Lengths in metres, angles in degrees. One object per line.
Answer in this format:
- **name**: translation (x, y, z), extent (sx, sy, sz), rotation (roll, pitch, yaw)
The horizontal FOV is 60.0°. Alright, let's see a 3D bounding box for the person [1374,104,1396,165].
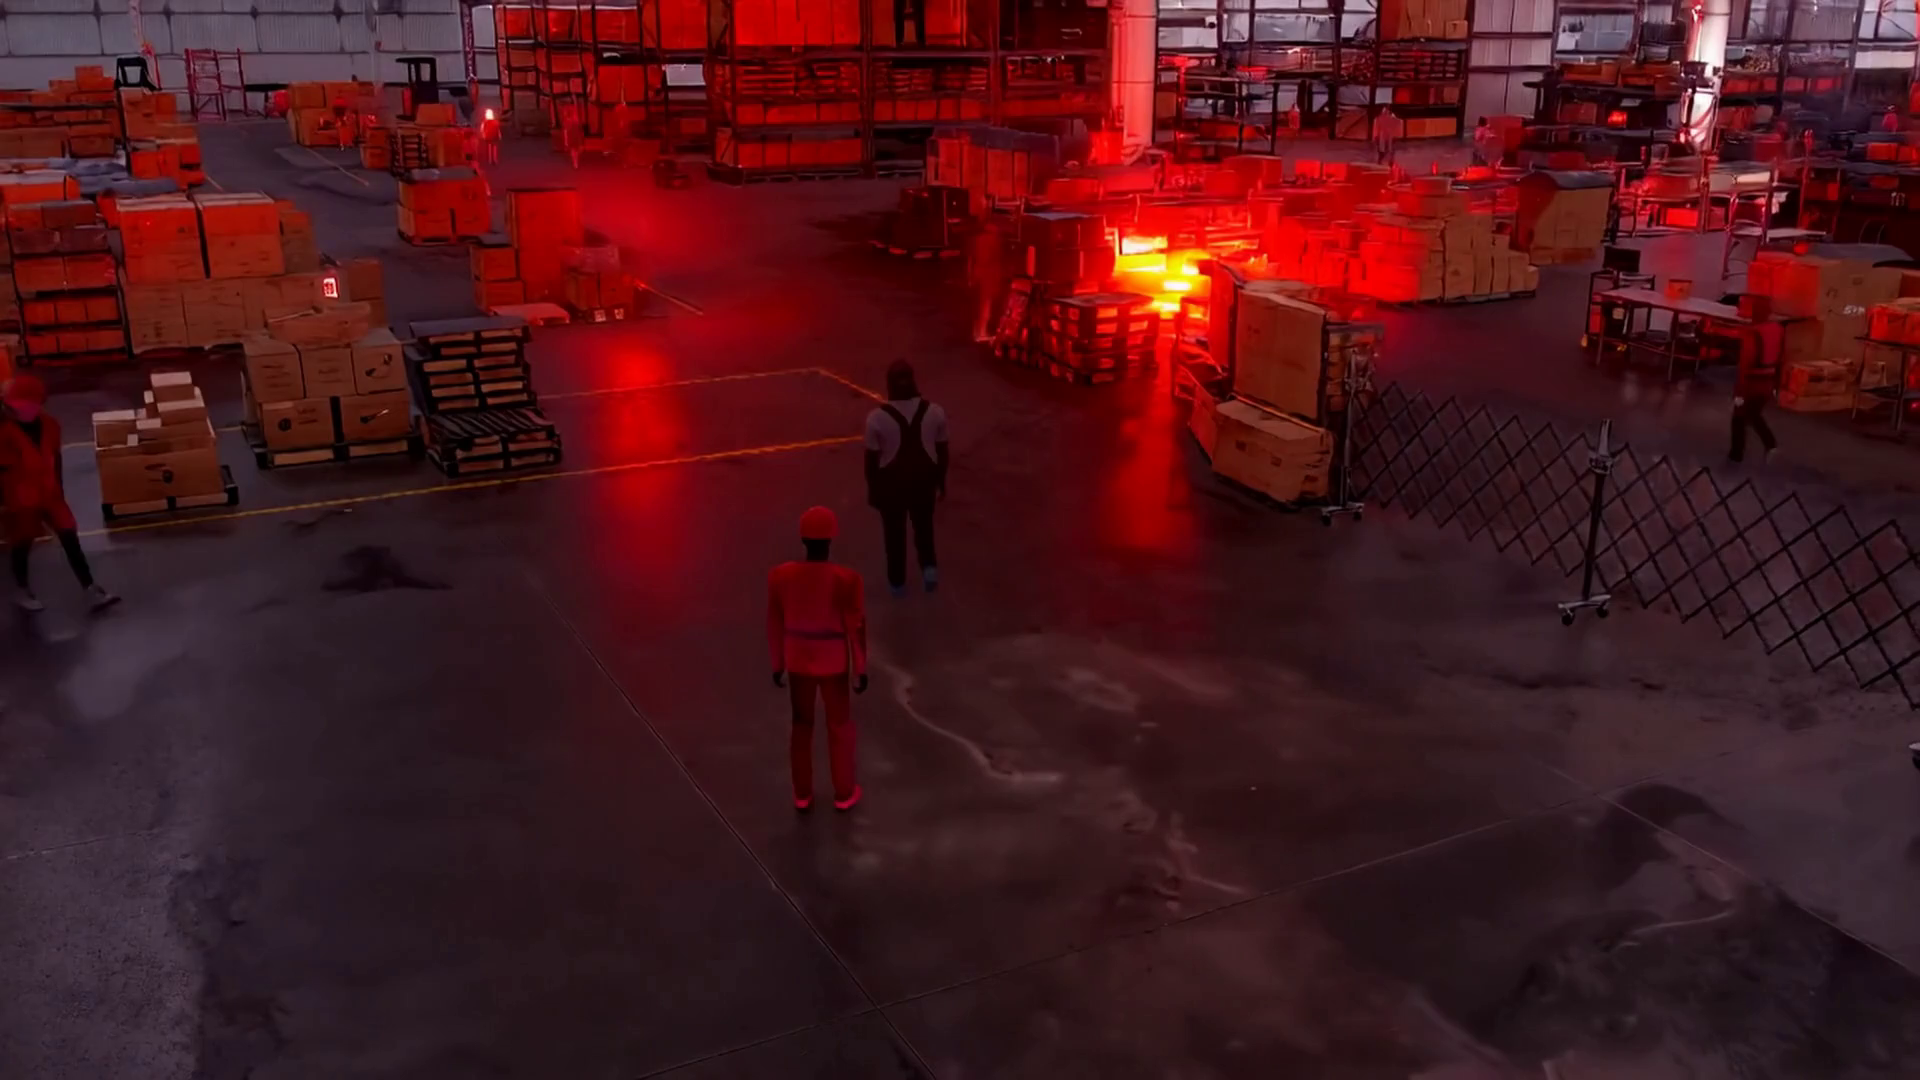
- **person**: translation (13.162, -12.532, 51.507), extent (0.657, 1.884, 0.526), rotation (6, 19, 18)

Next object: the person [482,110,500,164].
- **person**: translation (-14.697, -12.648, 52.189), extent (0.543, 1.677, 0.640), rotation (-6, 19, -17)

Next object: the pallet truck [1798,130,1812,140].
- **pallet truck**: translation (25.526, -11.556, 49.408), extent (1.630, 1.274, 0.653), rotation (-9, 20, -26)

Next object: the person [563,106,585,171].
- **person**: translation (-11.694, -12.183, 50.376), extent (0.613, 1.924, 0.964), rotation (-11, 21, -32)

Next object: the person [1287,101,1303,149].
- **person**: translation (11.754, -14.520, 58.138), extent (0.655, 1.611, 0.519), rotation (13, 22, 35)

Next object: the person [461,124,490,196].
- **person**: translation (-12.584, -9.772, 42.908), extent (0.563, 1.894, 0.988), rotation (9, 20, 26)

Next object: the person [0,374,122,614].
- **person**: translation (-7.323, -0.329, 13.297), extent (1.034, 1.991, 0.634), rotation (8, 20, 25)

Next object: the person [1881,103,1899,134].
- **person**: translation (29.572, -12.994, 53.052), extent (0.611, 1.816, 0.420), rotation (-9, 20, -25)

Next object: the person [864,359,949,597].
- **person**: translation (-0.462, -0.510, 13.778), extent (0.707, 2.000, 0.545), rotation (-4, 18, -14)

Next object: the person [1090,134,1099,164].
- **person**: translation (3.427, -9.344, 41.867), extent (0.316, 1.700, 0.540), rotation (1, 18, 4)

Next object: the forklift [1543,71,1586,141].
- **forklift**: translation (18.685, -13.231, 52.085), extent (1.873, 2.768, 1.129), rotation (-9, 20, -26)

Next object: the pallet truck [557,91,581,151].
- **pallet truck**: translation (-13.495, -14.412, 57.188), extent (0.823, 1.965, 1.885), rotation (-3, 18, -9)

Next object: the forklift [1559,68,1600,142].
- **forklift**: translation (20.327, -14.233, 55.206), extent (1.873, 2.768, 1.129), rotation (-9, 20, -26)

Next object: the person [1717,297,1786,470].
- **person**: translation (8.409, -1.617, 17.506), extent (0.597, 1.869, 0.595), rotation (-8, 19, -22)

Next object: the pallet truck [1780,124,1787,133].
- **pallet truck**: translation (25.206, -12.542, 52.601), extent (1.601, 1.201, 0.680), rotation (0, 18, -2)

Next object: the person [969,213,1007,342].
- **person**: translation (0.413, -3.847, 24.416), extent (0.572, 1.901, 0.445), rotation (16, 24, 40)

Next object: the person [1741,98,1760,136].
- **person**: translation (26.183, -13.703, 55.167), extent (1.035, 1.894, 0.596), rotation (-14, 23, -38)

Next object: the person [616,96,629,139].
- **person**: translation (-11.478, -14.073, 56.285), extent (0.637, 1.910, 0.647), rotation (-6, 19, -19)

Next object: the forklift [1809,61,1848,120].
- **forklift**: translation (32.055, -16.358, 61.832), extent (1.873, 2.768, 1.129), rotation (-9, 20, -26)

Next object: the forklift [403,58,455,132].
- **forklift**: translation (-21.159, -17.686, 65.970), extent (1.873, 2.768, 1.129), rotation (11, 21, 31)

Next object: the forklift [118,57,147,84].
- **forklift**: translation (-32.900, -17.826, 66.408), extent (1.129, 2.768, 1.873), rotation (-9, 20, -26)

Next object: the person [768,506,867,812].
- **person**: translation (-0.852, 0.726, 10.105), extent (0.594, 1.925, 0.369), rotation (2, 18, 7)

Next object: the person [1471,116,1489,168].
- **person**: translation (15.241, -11.608, 48.947), extent (0.656, 1.671, 0.557), rotation (-7, 19, -22)

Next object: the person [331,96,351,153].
- **person**: translation (-21.040, -14.112, 56.463), extent (0.976, 1.878, 0.603), rotation (12, 21, 32)
